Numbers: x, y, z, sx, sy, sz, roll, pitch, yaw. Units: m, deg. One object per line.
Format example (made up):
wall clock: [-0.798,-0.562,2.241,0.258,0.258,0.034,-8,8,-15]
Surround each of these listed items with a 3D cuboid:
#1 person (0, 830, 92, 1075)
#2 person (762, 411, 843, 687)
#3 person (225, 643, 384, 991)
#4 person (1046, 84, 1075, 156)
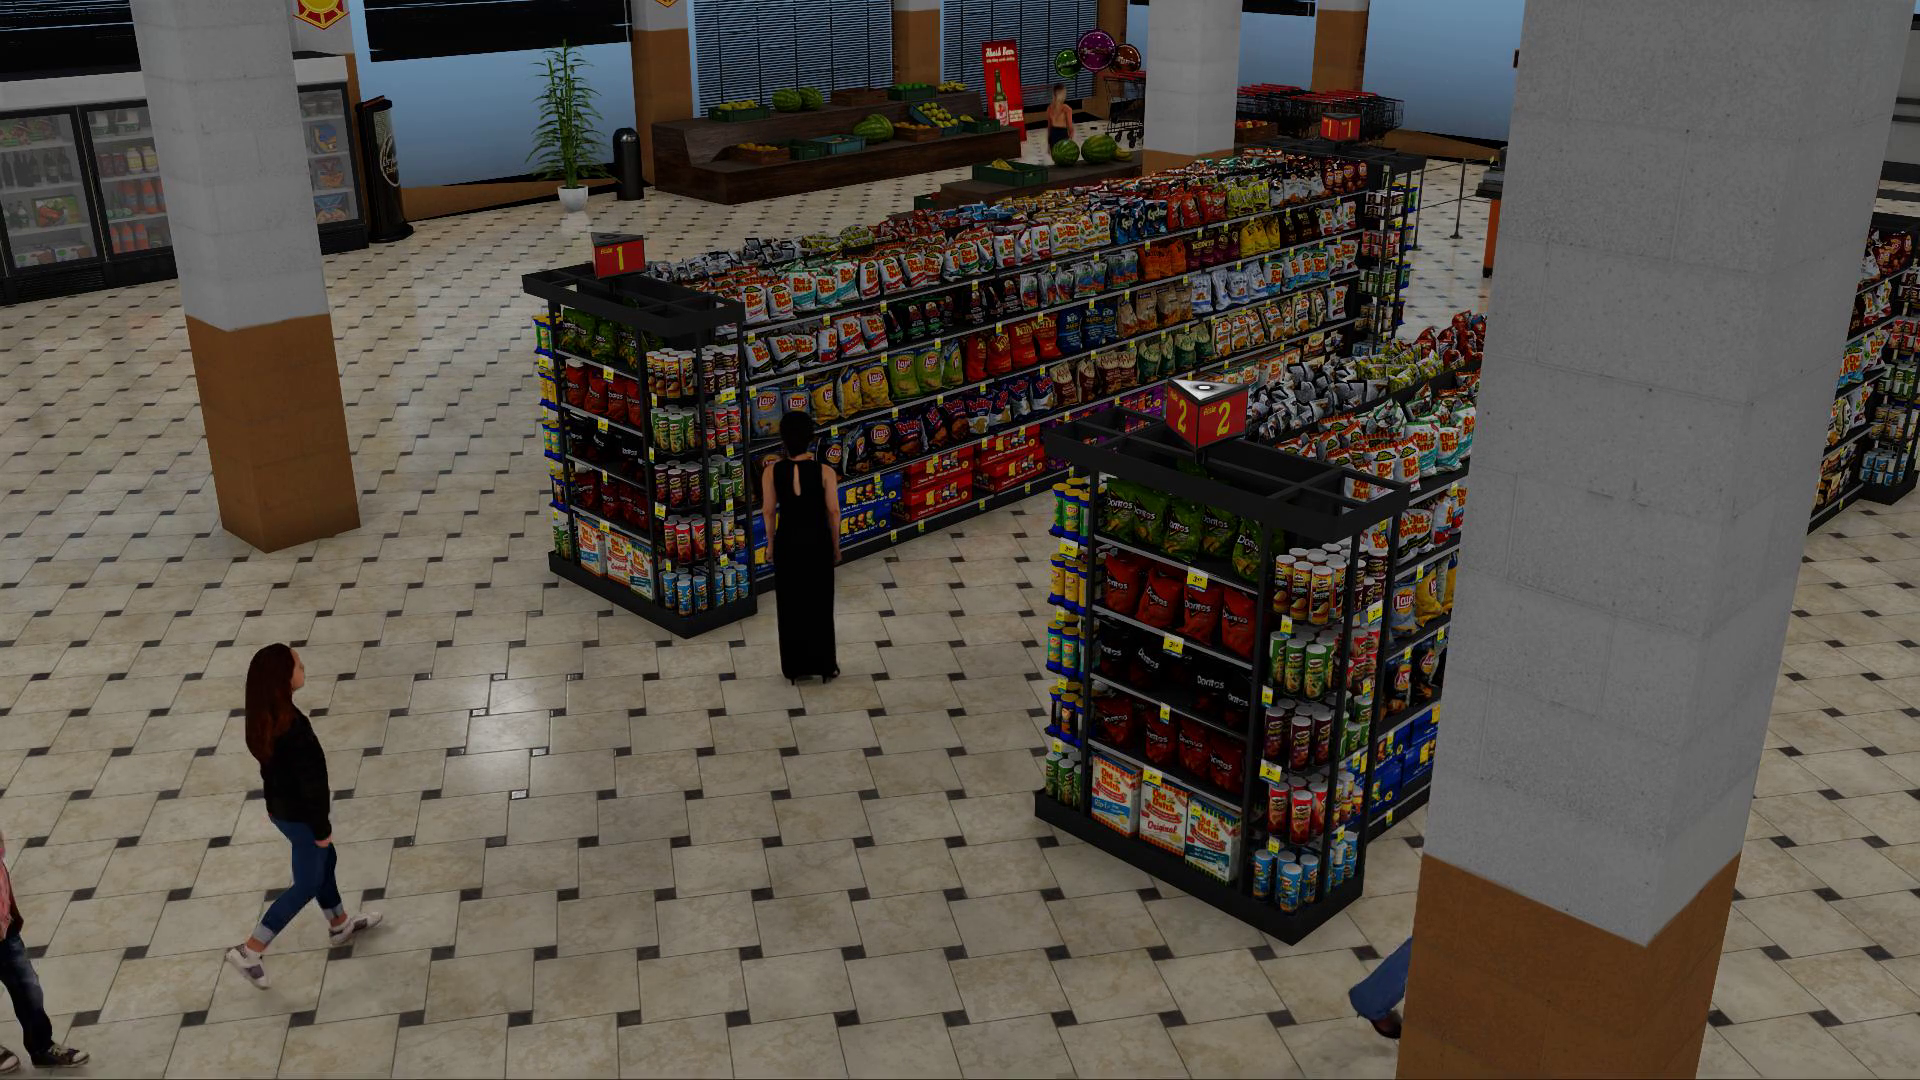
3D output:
person: [-3.746,1.454,6.257,0.780,1.286,0.761,7,23,17]
person: [-0.883,0.059,9.303,0.662,1.603,0.722,0,22,0]
person: [-2.780,1.135,6.814,0.900,1.463,0.567,-20,29,-40]
person: [1.345,-5.483,23.084,0.581,1.612,1.016,19,28,38]
